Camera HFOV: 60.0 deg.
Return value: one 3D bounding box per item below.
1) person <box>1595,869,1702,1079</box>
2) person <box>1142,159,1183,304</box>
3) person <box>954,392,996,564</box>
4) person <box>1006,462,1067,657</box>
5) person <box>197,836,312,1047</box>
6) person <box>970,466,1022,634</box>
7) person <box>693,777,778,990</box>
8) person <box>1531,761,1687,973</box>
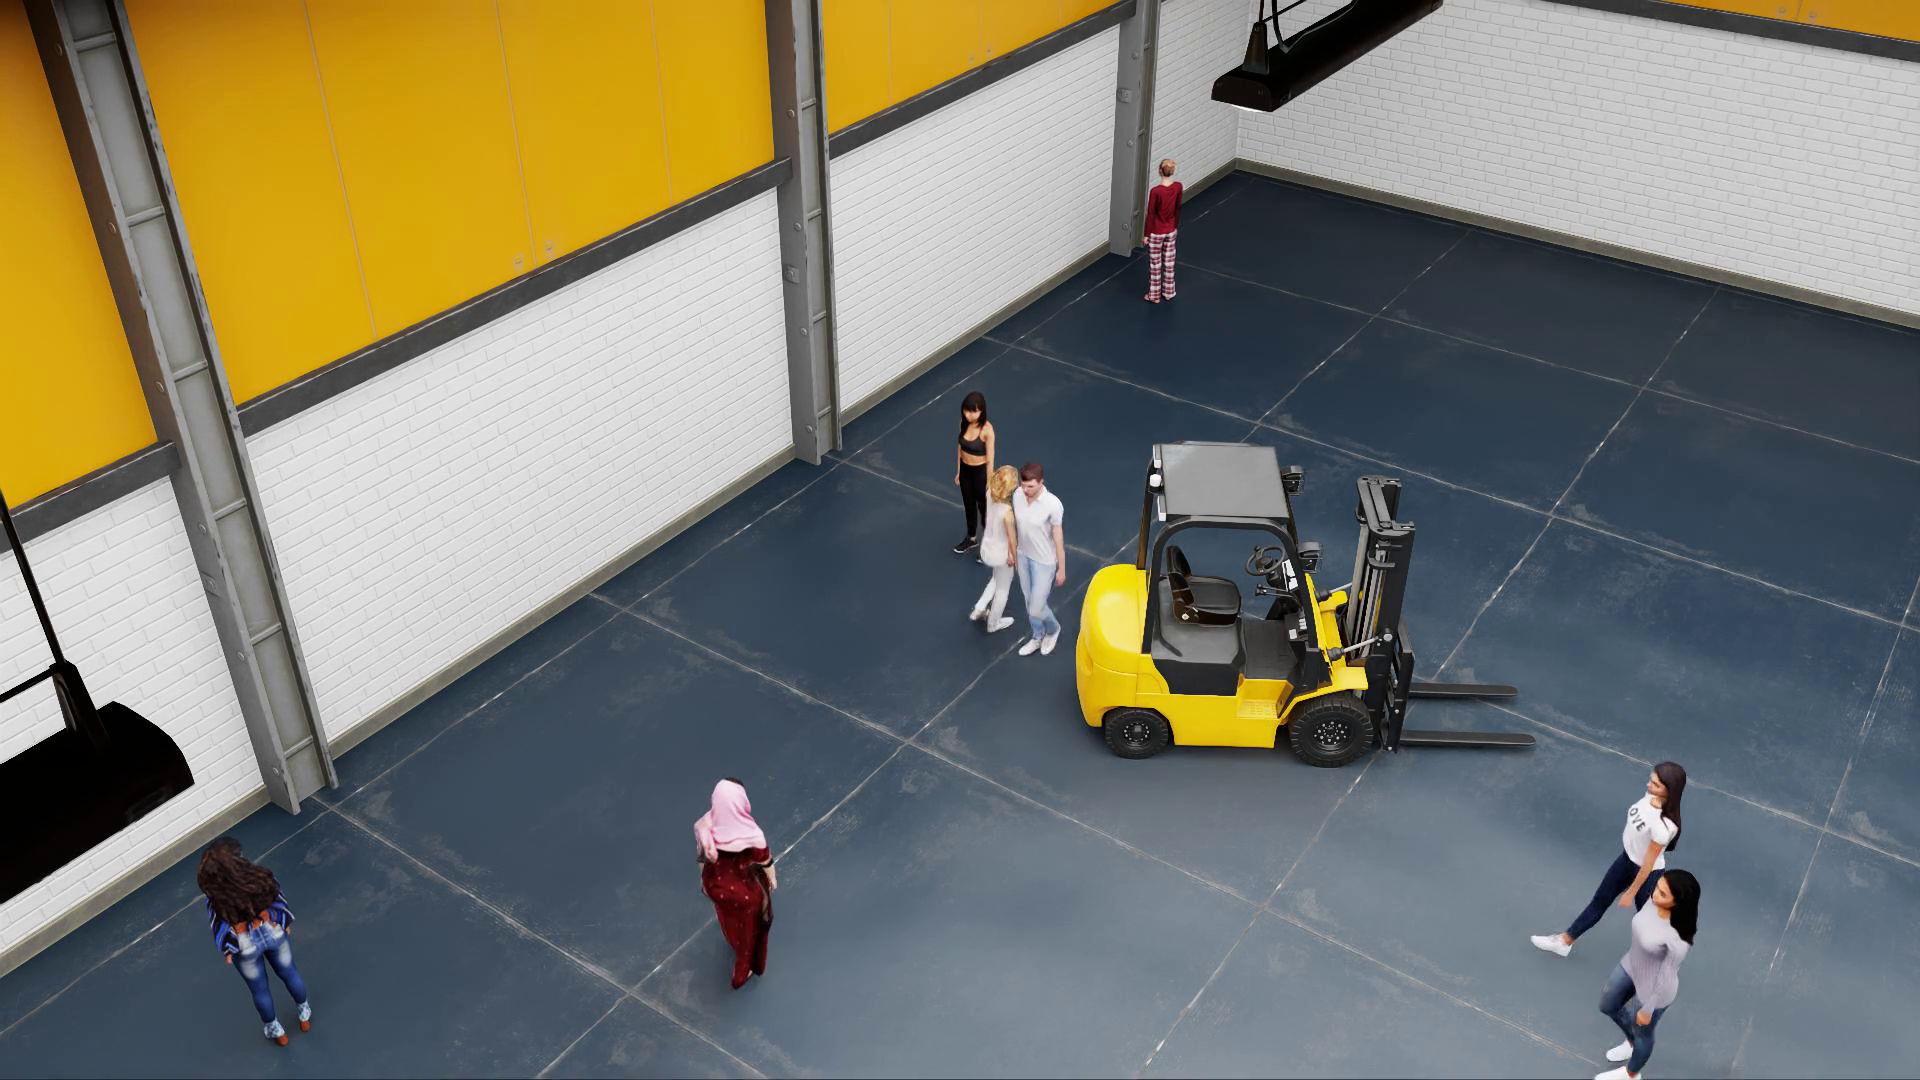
[{"bbox_3d":[4.079,2.567,9.636,0.801,1.724,0.734,-2,34,-3],"label":"person"},{"bbox_3d":[2.282,-3.504,18.792,0.598,1.700,0.749,-17,37,-24],"label":"person"},{"bbox_3d":[0.146,-0.580,14.445,0.554,1.642,0.520,26,41,33],"label":"person"},{"bbox_3d":[0.667,0.122,13.217,0.742,1.832,0.706,27,42,35],"label":"person"},{"bbox_3d":[-4.216,2.400,9.983,0.573,1.618,0.716,-25,41,-32],"label":"person"},{"bbox_3d":[0.297,0.104,13.411,0.751,1.649,0.738,-25,41,-33],"label":"person"},{"bbox_3d":[-1.424,2.173,10.321,0.747,1.622,0.837,11,35,16],"label":"person"},{"bbox_3d":[4.329,2.097,10.340,1.022,1.727,1.173,5,34,7],"label":"person"}]
